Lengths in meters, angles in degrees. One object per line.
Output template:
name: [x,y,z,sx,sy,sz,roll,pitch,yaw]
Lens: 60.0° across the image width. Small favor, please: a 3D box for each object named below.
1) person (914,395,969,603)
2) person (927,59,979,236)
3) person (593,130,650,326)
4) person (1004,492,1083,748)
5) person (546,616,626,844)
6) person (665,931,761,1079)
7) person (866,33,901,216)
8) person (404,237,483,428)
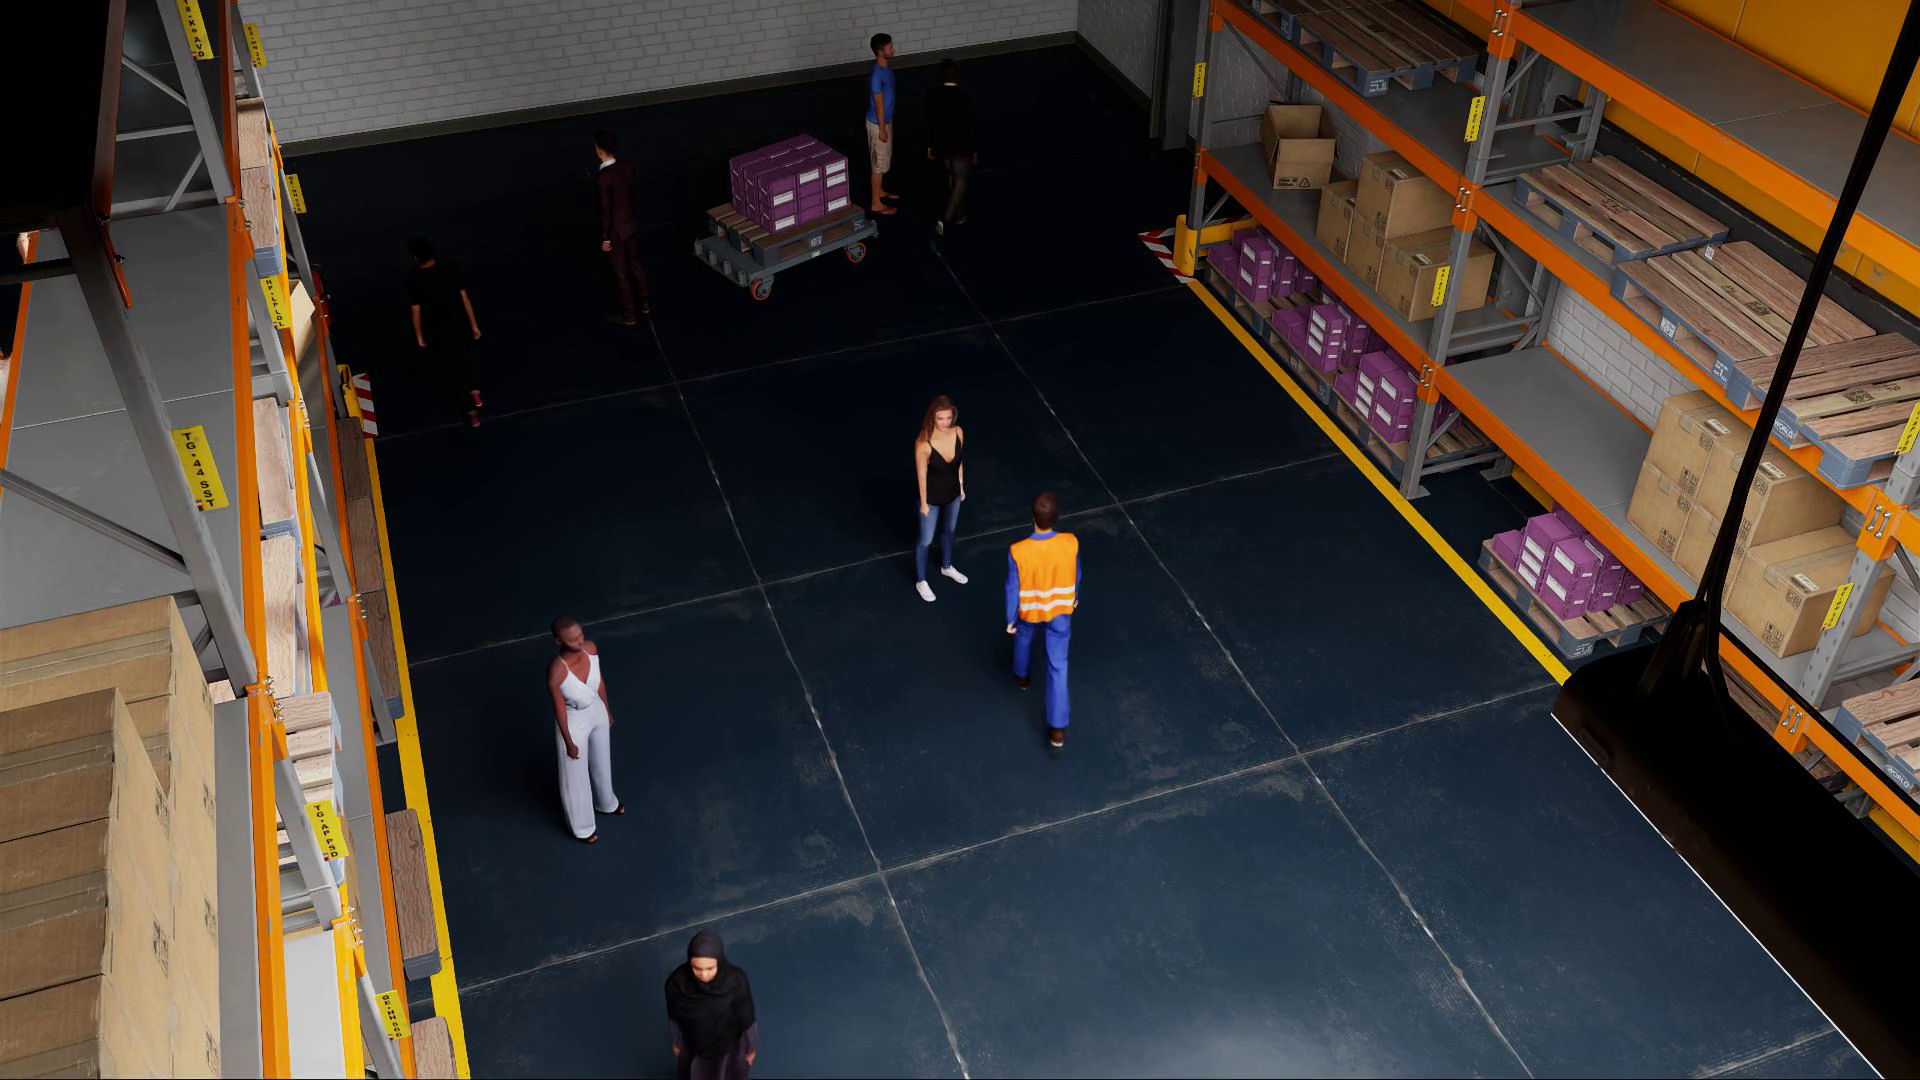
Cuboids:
person: [-0.154,-0.342,12.209,0.659,1.722,0.627,-26,46,-29]
person: [-0.103,-3.856,16.571,1.108,1.769,1.195,15,41,18]
person: [-3.125,-2.867,15.257,0.823,1.864,0.767,17,42,20]
person: [0.577,0.544,11.017,0.877,1.825,1.291,-5,39,-7]
person: [-2.346,1.151,10.292,0.690,1.781,0.642,19,42,22]
person: [-1.277,2.545,8.685,0.742,1.608,0.859,-1,39,-1]
person: [-0.814,-4.290,17.039,0.787,1.862,0.639,2,39,3]
person: [-4.253,-1.700,13.899,0.735,1.734,0.813,-19,42,-22]
